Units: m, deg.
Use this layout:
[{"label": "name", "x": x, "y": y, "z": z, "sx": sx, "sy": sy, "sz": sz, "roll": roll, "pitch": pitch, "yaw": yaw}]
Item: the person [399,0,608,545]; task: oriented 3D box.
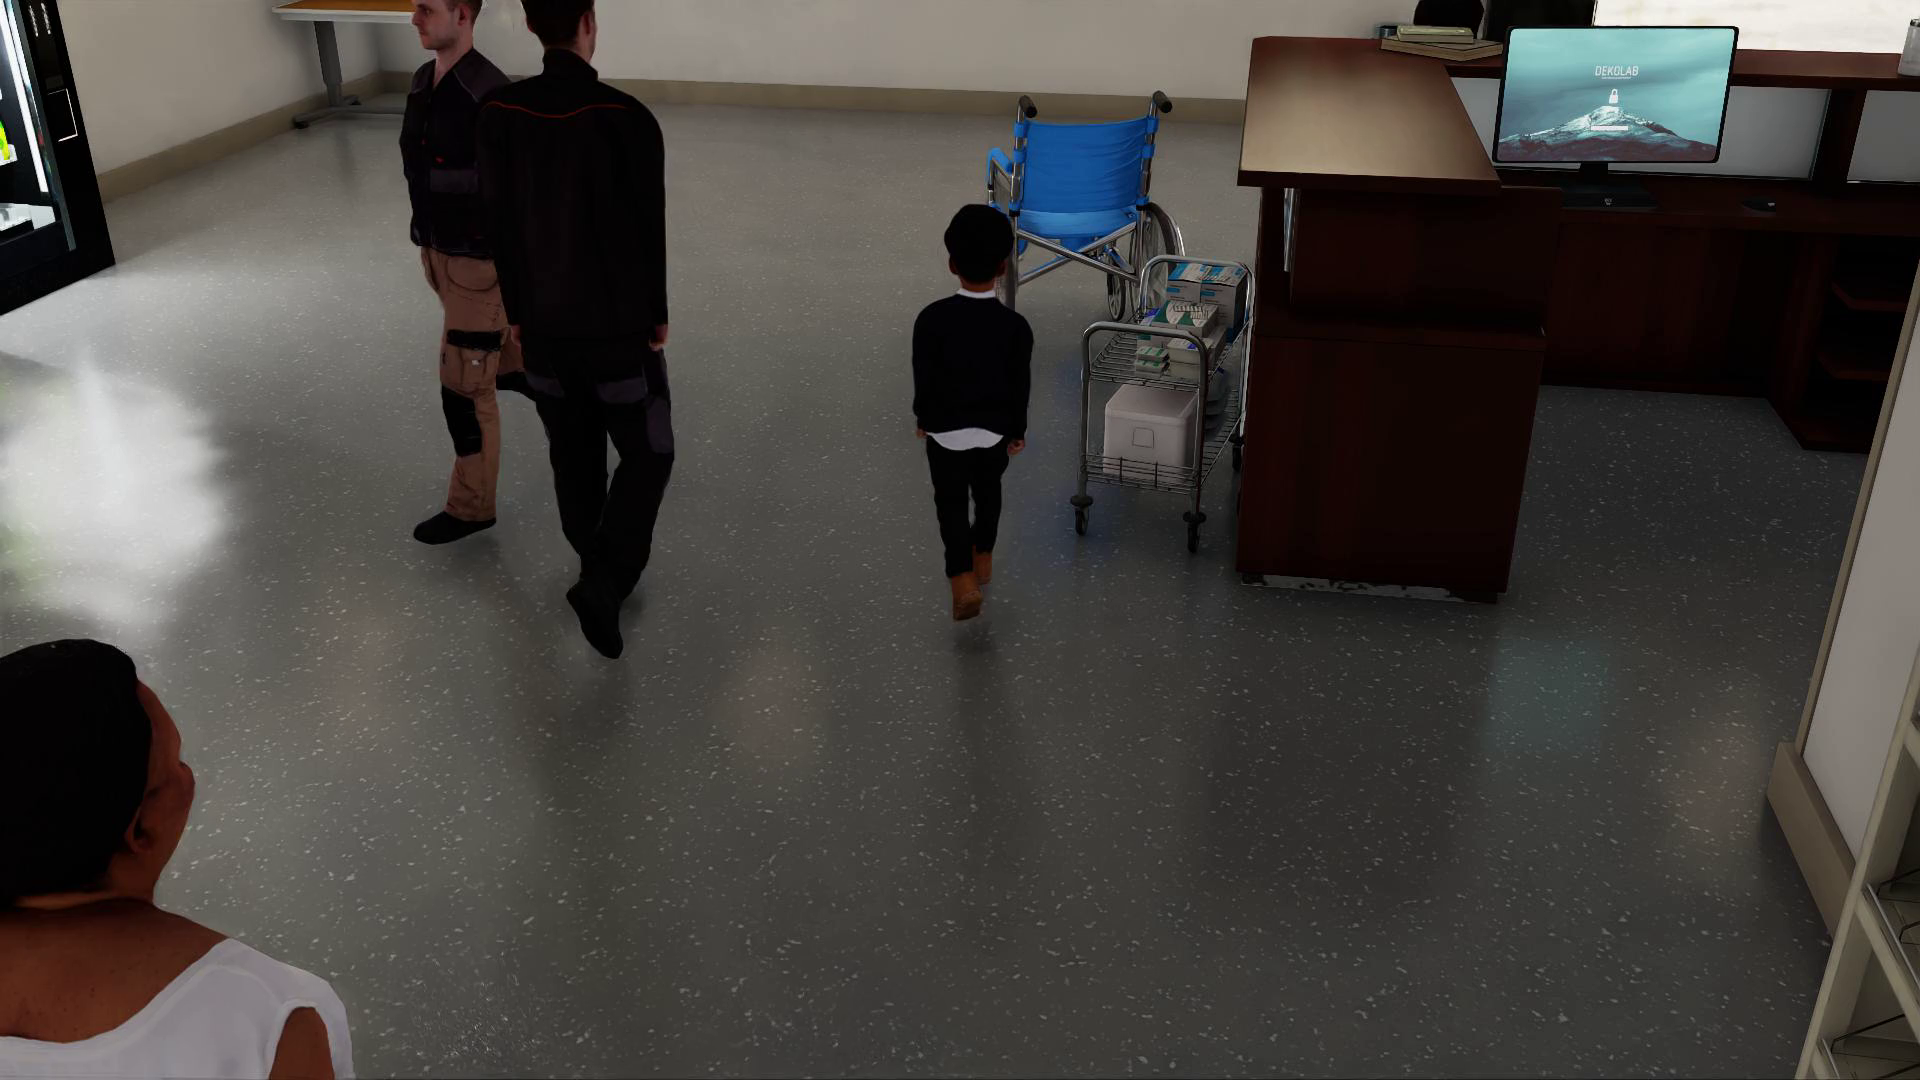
[{"label": "person", "x": -1.480, "y": -0.925, "z": 5.412, "sx": 1.236, "sy": 1.809, "sz": 1.098, "roll": -23, "pitch": 34, "yaw": -39}]

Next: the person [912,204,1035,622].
[{"label": "person", "x": 0.035, "y": -0.348, "z": 4.858, "sx": 0.663, "sy": 1.211, "sz": 0.863, "roll": -4, "pitch": 26, "yaw": -8}]

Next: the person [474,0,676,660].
[{"label": "person", "x": -1.043, "y": -0.557, "z": 4.553, "sx": 0.693, "sy": 1.892, "sz": 1.013, "roll": 5, "pitch": 26, "yaw": 11}]

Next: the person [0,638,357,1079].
[{"label": "person", "x": -0.840, "y": 0.868, "z": 1.836, "sx": 0.640, "sy": 1.686, "sz": 0.588, "roll": 4, "pitch": 26, "yaw": 7}]
